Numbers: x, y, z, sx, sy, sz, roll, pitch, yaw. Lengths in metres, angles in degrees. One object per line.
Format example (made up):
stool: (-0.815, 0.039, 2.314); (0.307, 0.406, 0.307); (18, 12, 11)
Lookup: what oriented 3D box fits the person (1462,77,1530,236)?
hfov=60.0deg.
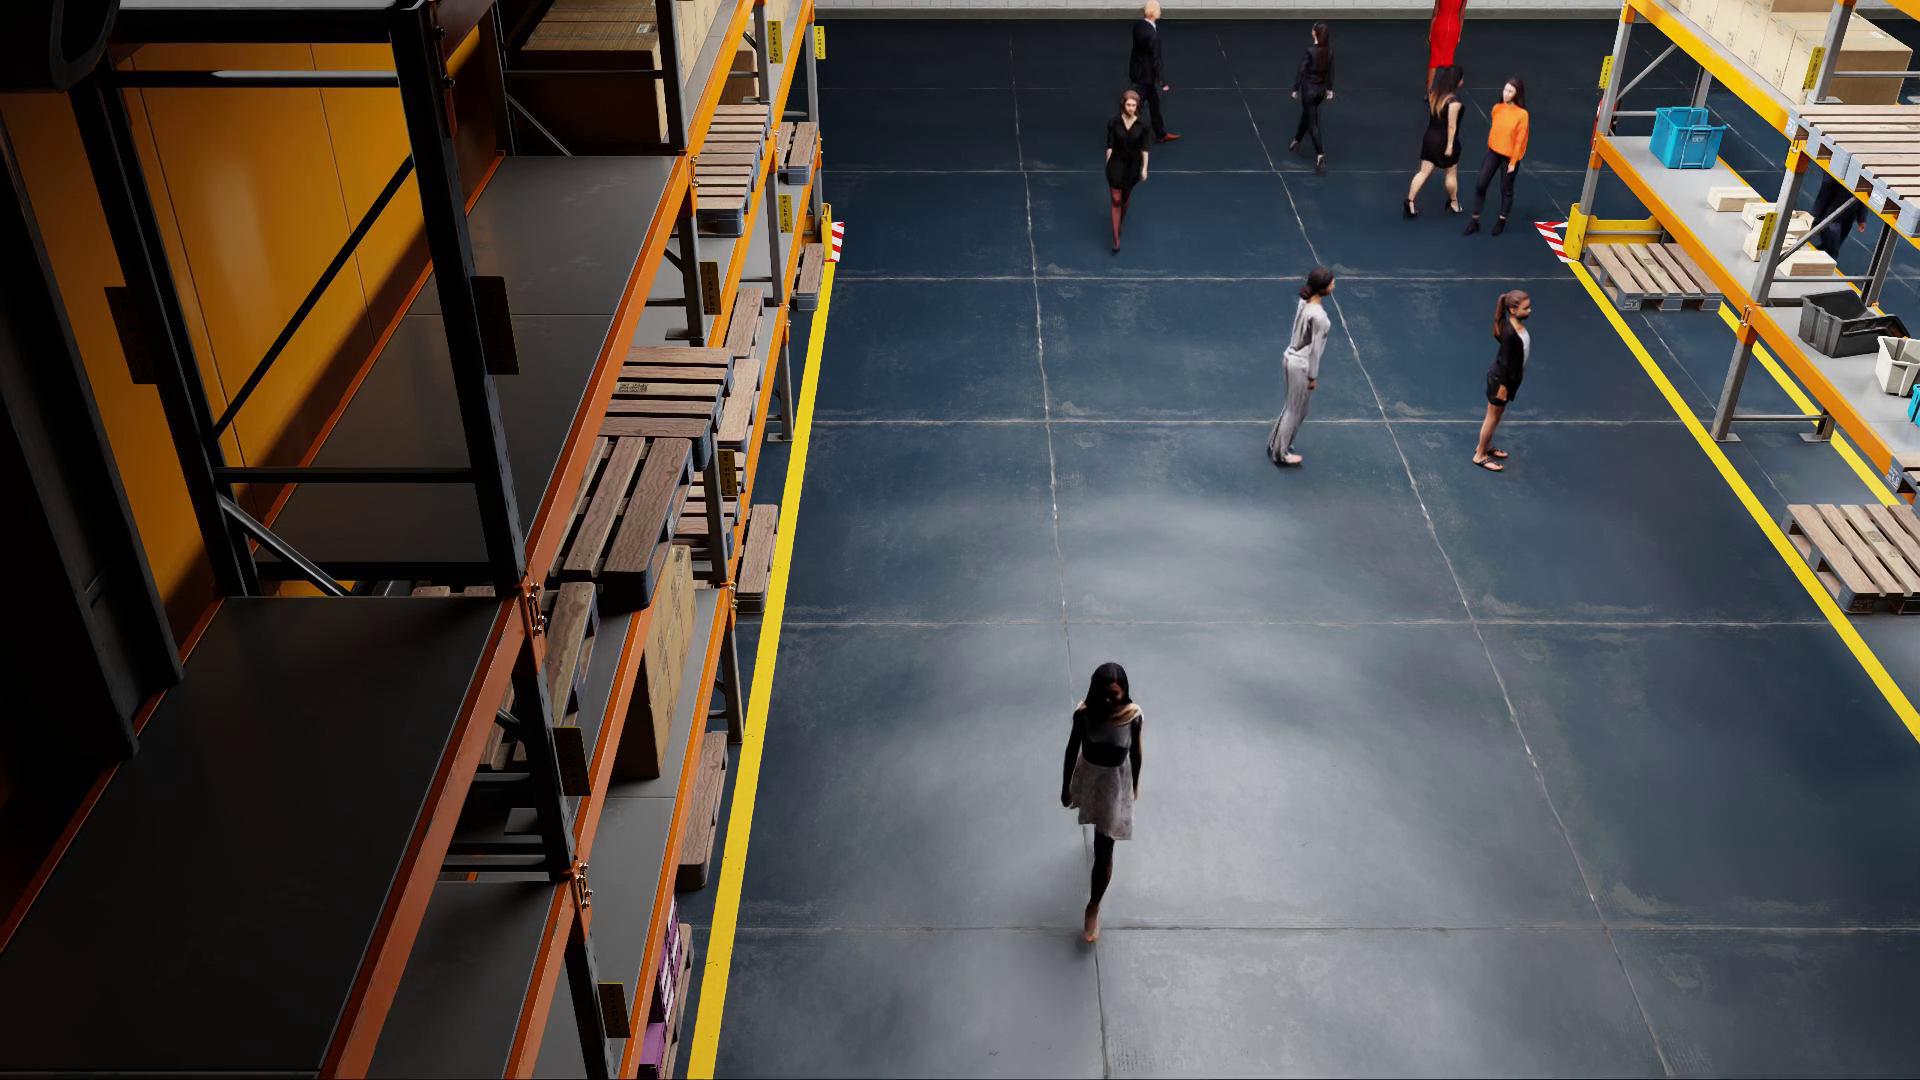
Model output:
person: (5.850, -4.087, 17.719); (0.901, 1.732, 0.848); (-27, 42, -34)

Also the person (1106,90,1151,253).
person: (1.735, -3.958, 17.579); (0.593, 1.673, 0.914); (1, 34, 1)

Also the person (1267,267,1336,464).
person: (2.786, -1.426, 13.692); (0.670, 1.757, 0.530); (-3, 34, -5)

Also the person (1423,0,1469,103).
person: (6.214, -6.473, 21.297); (0.551, 1.743, 0.490); (0, 34, 0)

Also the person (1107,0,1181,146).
person: (2.122, -5.482, 19.794); (0.939, 1.759, 1.211); (-8, 34, -11)

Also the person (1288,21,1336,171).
person: (4.154, -5.131, 19.349); (0.906, 1.666, 1.165); (-14, 36, -21)

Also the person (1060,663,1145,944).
person: (0.807, 1.368, 9.509); (0.724, 1.736, 1.217); (5, 34, 8)

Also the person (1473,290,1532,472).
person: (4.494, -1.347, 13.756); (0.690, 1.555, 0.608); (16, 37, 23)

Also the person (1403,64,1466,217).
person: (5.147, -4.282, 18.060); (0.942, 1.679, 0.994); (-14, 36, -20)
